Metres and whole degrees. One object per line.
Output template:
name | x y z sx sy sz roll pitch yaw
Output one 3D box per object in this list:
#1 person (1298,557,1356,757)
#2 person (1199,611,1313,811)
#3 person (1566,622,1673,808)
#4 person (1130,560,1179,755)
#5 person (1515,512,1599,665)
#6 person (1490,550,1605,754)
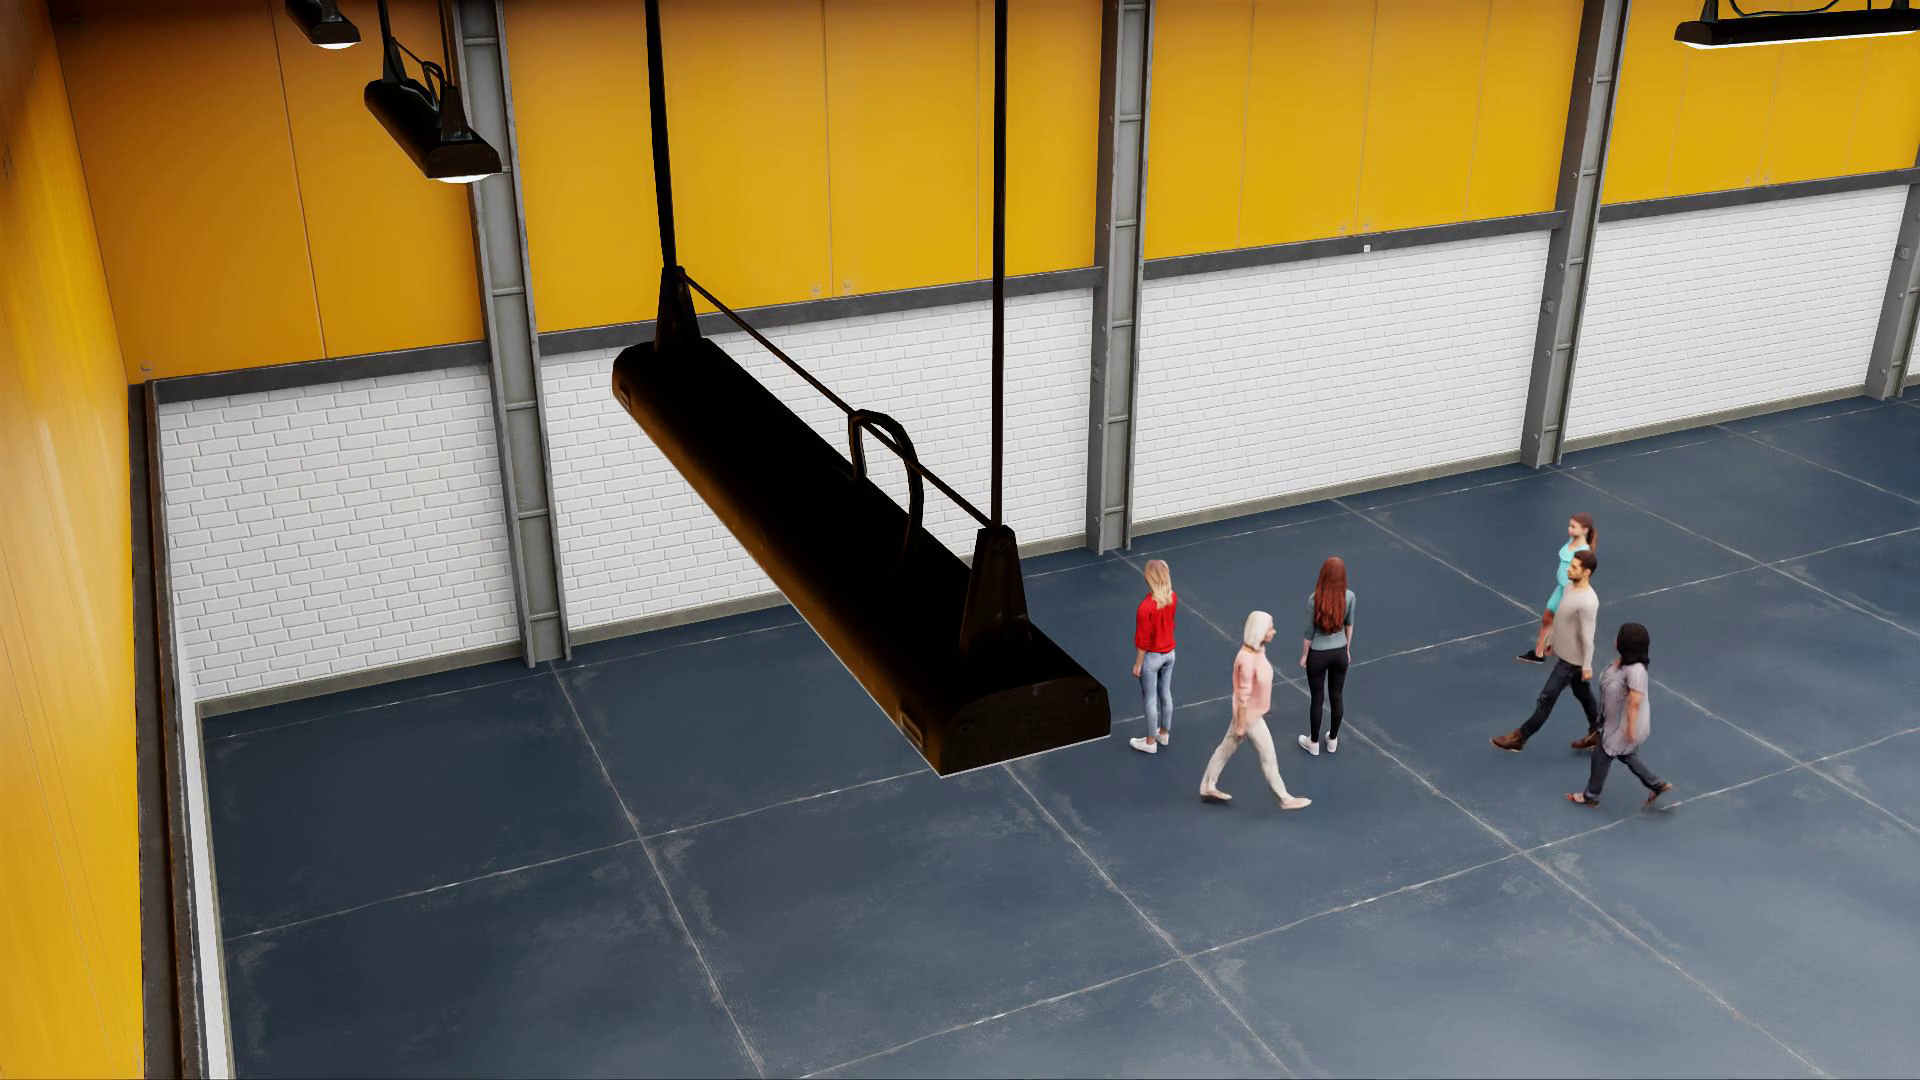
person | 3.010 0.951 13.644 0.566 1.742 0.693 -3 24 -7
person | 2.151 1.332 12.860 1.166 1.672 1.058 6 24 13
person | 5.218 1.388 12.844 1.046 1.581 1.005 10 26 22
person | 1.612 0.955 13.681 0.561 1.704 0.734 -20 31 -38
person | 5.592 0.483 14.977 0.944 1.533 0.759 -2 24 -4
person | 5.058 0.957 13.535 1.311 1.818 1.034 0 24 0
